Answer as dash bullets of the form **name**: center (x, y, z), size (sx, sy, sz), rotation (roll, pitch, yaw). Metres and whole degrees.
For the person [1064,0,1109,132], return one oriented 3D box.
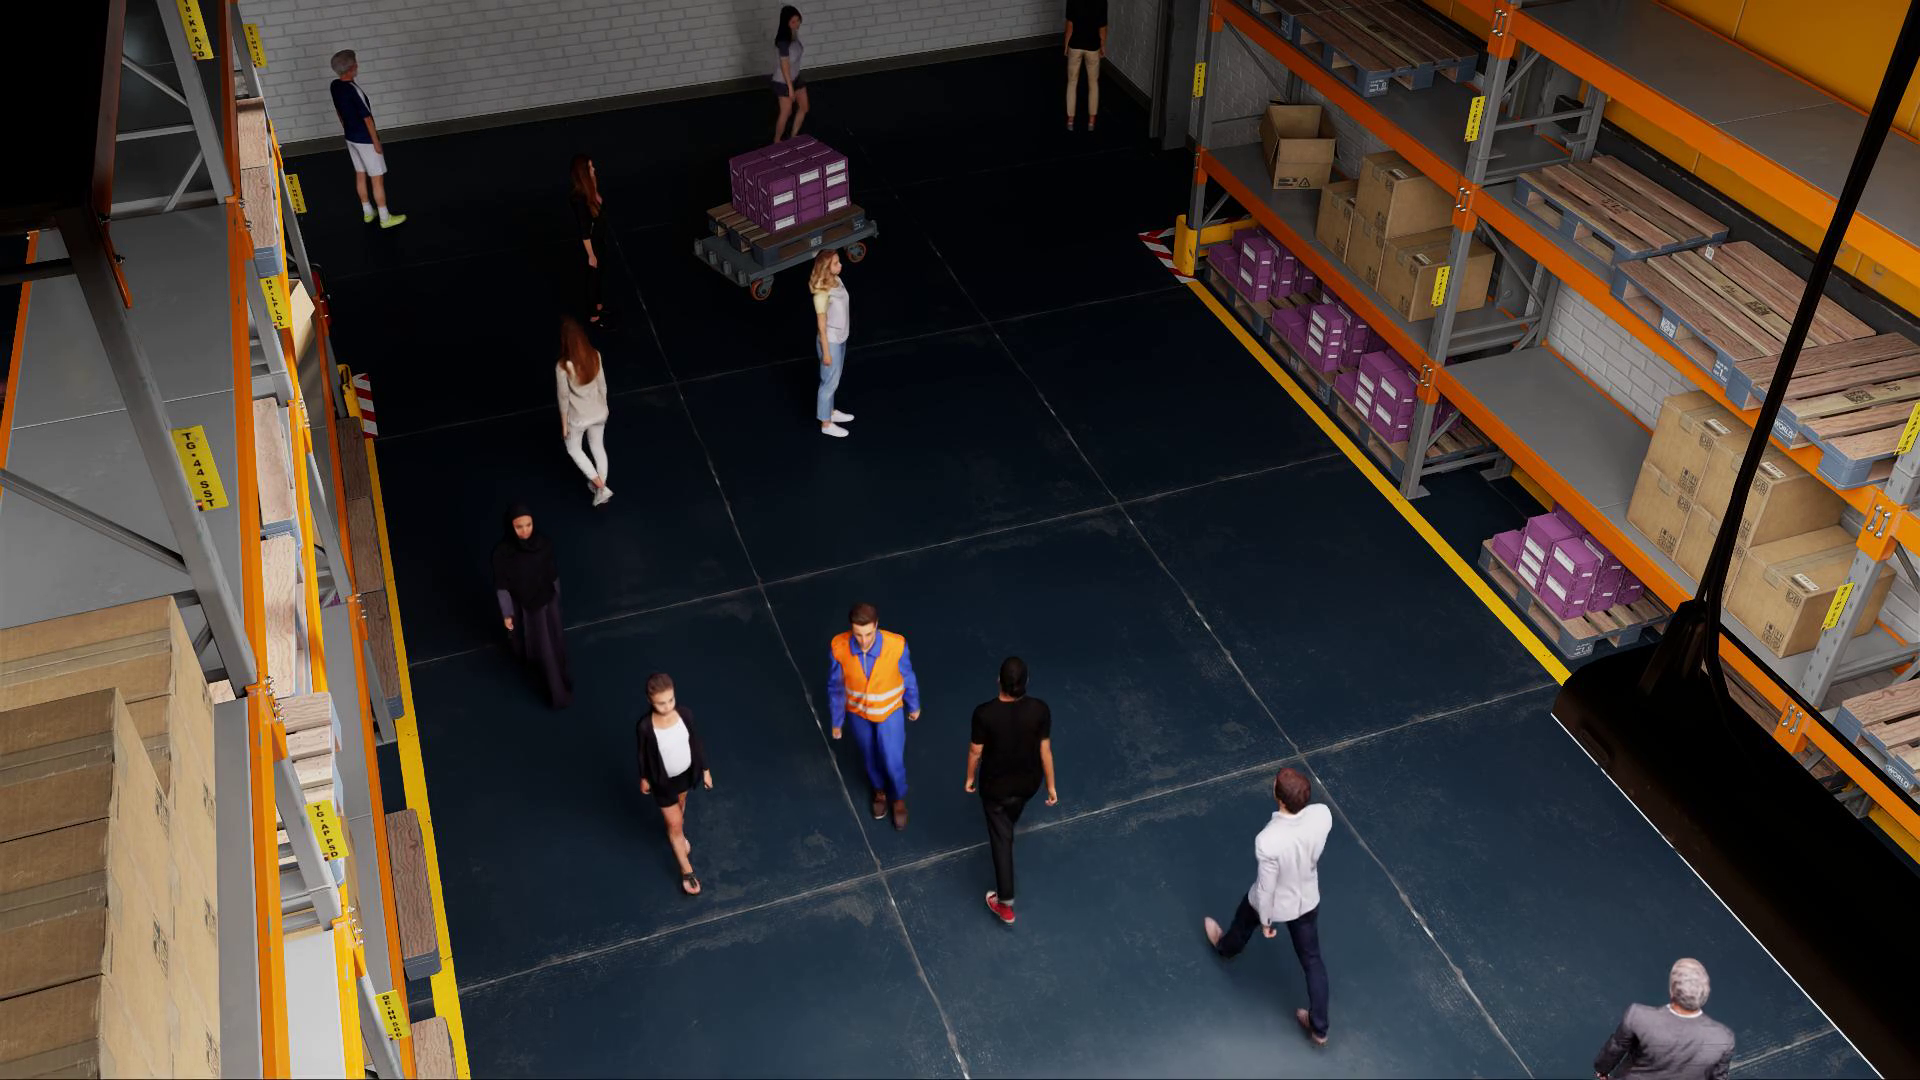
- **person**: center (1.387, -5.484, 18.542), size (0.689, 1.854, 0.663), rotation (1, 39, 1)

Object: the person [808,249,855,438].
- **person**: center (-1.079, -1.658, 13.857), size (0.767, 1.722, 0.641), rotation (5, 39, 7)

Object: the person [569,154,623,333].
- **person**: center (-3.377, -2.735, 15.214), size (0.736, 1.712, 0.583), rotation (0, 39, 0)

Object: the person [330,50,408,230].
- **person**: center (-6.026, -4.039, 16.748), size (0.689, 1.834, 0.786), rotation (24, 44, 27)

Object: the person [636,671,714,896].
- **person**: center (-1.802, 1.365, 10.218), size (0.671, 1.539, 0.900), rotation (-21, 43, -24)

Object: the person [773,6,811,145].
- **person**: center (-1.916, -5.015, 18.102), size (0.824, 1.669, 0.763), rotation (4, 39, 5)

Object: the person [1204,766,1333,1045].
- **person**: center (1.852, 2.040, 9.164), size (0.721, 1.800, 1.253), rotation (-15, 41, -18)

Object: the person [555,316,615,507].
- **person**: center (-2.883, -0.943, 12.979), size (0.744, 1.700, 0.819), rotation (-30, 47, -32)

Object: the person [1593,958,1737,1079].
- **person**: center (3.423, 2.813, 8.189), size (1.048, 1.809, 1.124), rotation (14, 41, 16)

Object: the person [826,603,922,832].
- **person**: center (-0.535, 1.005, 10.428), size (0.835, 1.840, 0.840), rotation (3, 39, 3)

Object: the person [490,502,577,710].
- **person**: center (-2.959, 0.389, 11.397), size (0.615, 1.592, 1.002), rotation (-15, 41, -18)

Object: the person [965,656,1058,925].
- **person**: center (0.317, 1.507, 9.914), size (0.763, 1.695, 1.263), rotation (-9, 40, -11)
